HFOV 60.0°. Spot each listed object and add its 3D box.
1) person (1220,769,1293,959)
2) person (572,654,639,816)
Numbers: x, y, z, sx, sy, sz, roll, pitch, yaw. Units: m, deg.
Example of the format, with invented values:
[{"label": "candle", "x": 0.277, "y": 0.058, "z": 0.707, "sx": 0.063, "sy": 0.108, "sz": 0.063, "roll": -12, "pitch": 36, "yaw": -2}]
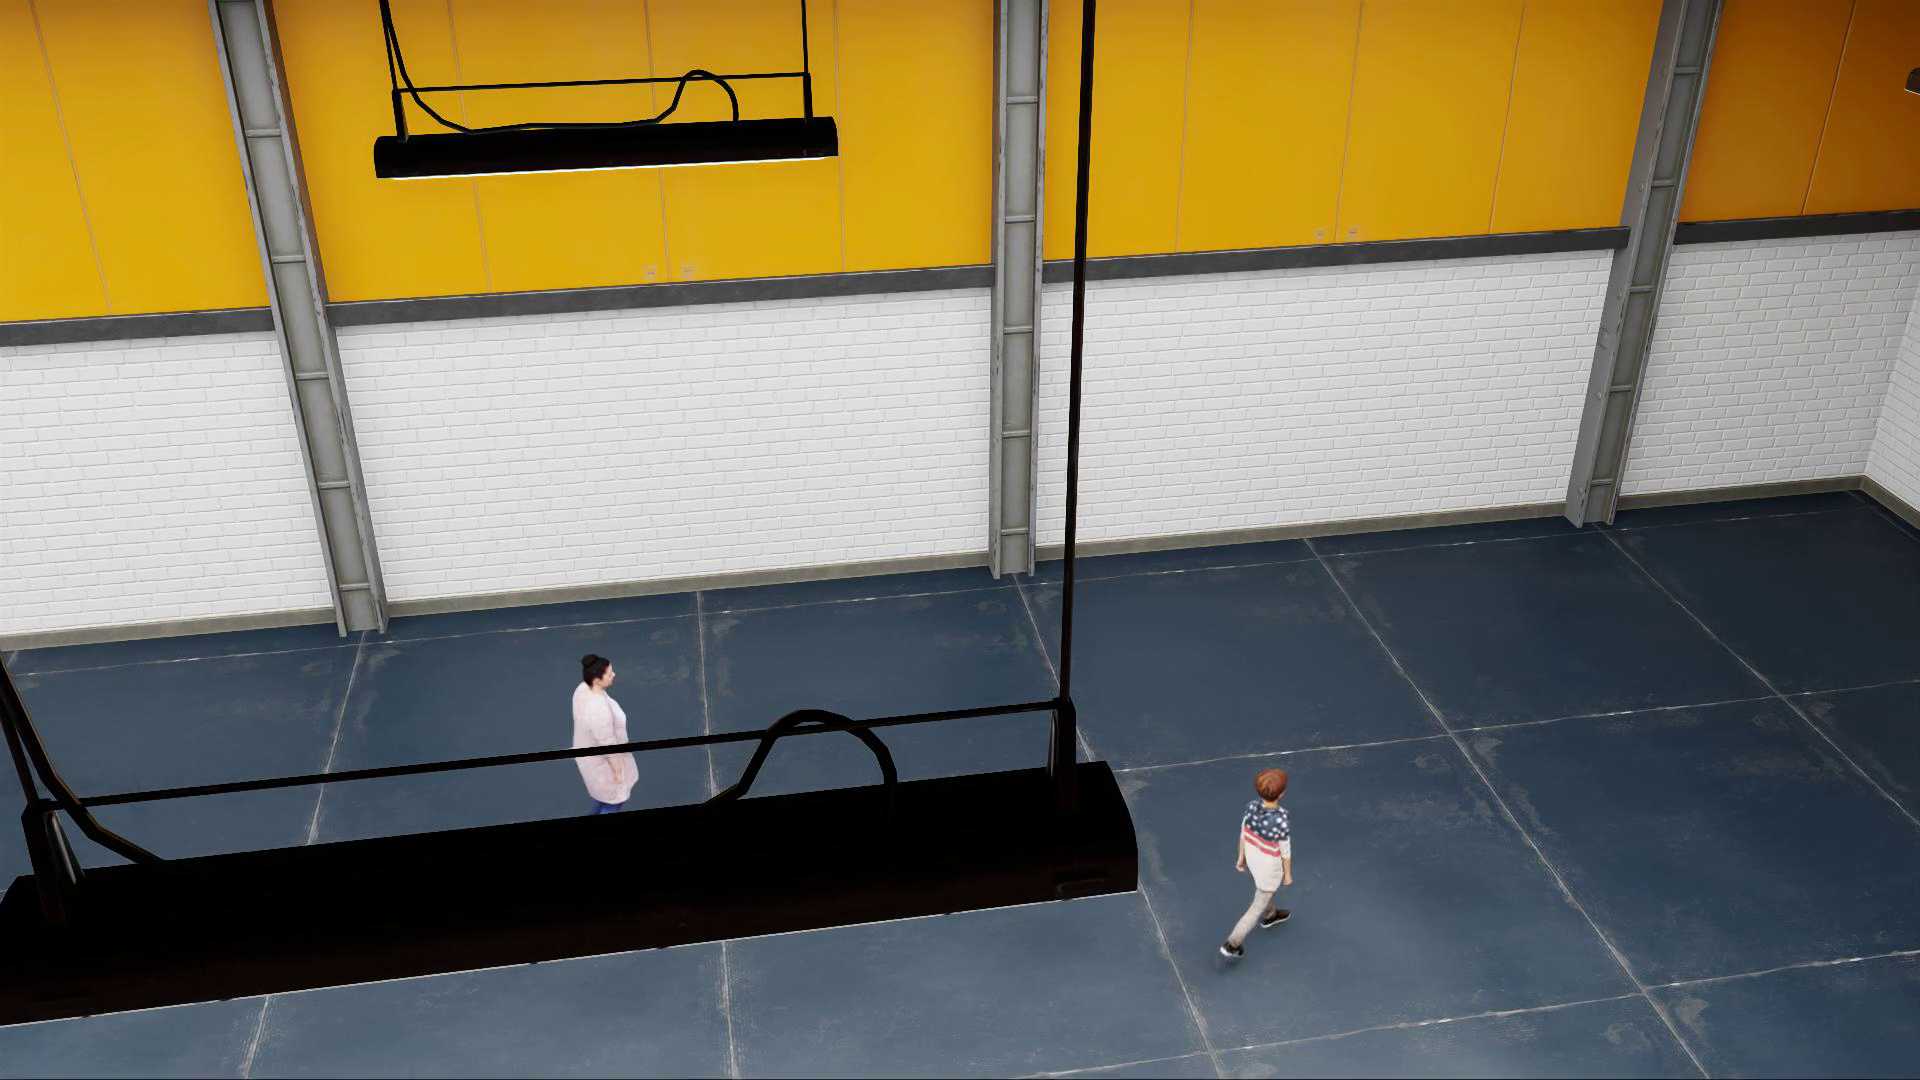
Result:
[{"label": "person", "x": 2.000, "y": 2.175, "z": 11.099, "sx": 1.038, "sy": 1.410, "sz": 0.811, "roll": -20, "pitch": 34, "yaw": -32}, {"label": "person", "x": -2.591, "y": 1.543, "z": 11.910, "sx": 0.733, "sy": 1.742, "sz": 0.773, "roll": -12, "pitch": 31, "yaw": -21}]
